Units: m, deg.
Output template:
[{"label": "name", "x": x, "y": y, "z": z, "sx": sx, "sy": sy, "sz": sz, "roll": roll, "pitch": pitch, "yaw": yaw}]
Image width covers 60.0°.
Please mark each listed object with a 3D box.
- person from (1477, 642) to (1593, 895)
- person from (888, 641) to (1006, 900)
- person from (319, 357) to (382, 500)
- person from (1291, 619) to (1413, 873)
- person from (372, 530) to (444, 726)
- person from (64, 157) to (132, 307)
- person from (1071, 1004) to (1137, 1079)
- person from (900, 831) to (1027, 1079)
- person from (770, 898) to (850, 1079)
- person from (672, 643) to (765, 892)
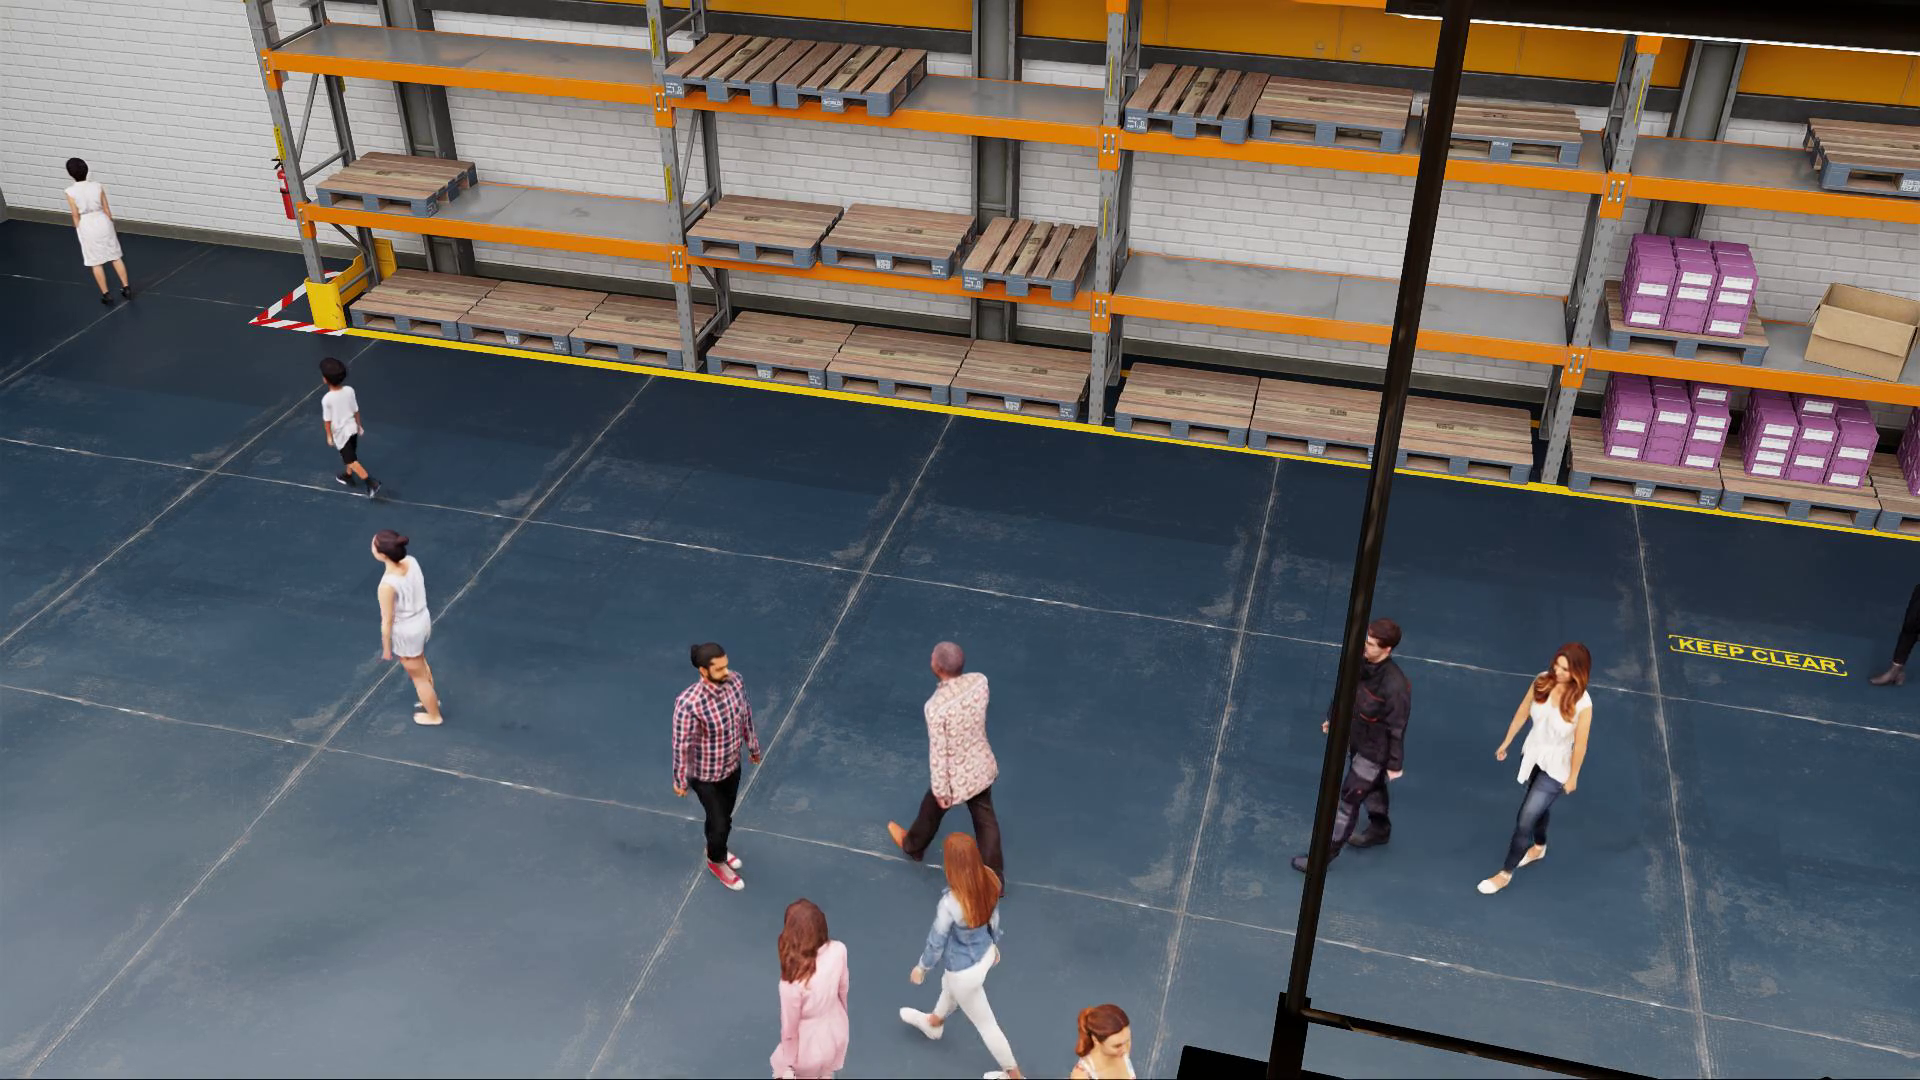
[{"label": "person", "x": 3.614, "y": 1.327, "z": 10.082, "sx": 0.987, "sy": 1.765, "sz": 0.897, "roll": -14, "pitch": 36, "yaw": -20}, {"label": "person", "x": 0.076, "y": 1.432, "z": 9.927, "sx": 1.045, "sy": 1.762, "sz": 1.216, "roll": -27, "pitch": 42, "yaw": -35}, {"label": "person", "x": -5.132, "y": -0.921, "z": 13.934, "sx": 0.877, "sy": 1.244, "sz": 0.628, "roll": 19, "pitch": 38, "yaw": 26}, {"label": "person", "x": 2.593, "y": 1.233, "z": 10.181, "sx": 1.128, "sy": 1.811, "sz": 1.000, "roll": -7, "pitch": 34, "yaw": -10}, {"label": "person", "x": -3.668, "y": 0.619, "z": 11.298, "sx": 0.566, "sy": 1.598, "sz": 0.576, "roll": 8, "pitch": 34, "yaw": 11}, {"label": "person", "x": -8.845, "y": -3.160, "z": 17.025, "sx": 0.643, "sy": 1.552, "sz": 0.635, "roll": 24, "pitch": 41, "yaw": 32}, {"label": "person", "x": 0.574, "y": 2.803, "z": 7.861, "sx": 0.988, "sy": 1.765, "sz": 1.157, "roll": -26, "pitch": 41, "yaw": -33}, {"label": "person", "x": 0.122, "y": 2.276, "z": 8.751, "sx": 1.165, "sy": 1.658, "sz": 0.802, "roll": 17, "pitch": 37, "yaw": 24}, {"label": "person", "x": -0.666, "y": 2.533, "z": 8.247, "sx": 0.787, "sy": 1.787, "sz": 0.756, "roll": 27, "pitch": 42, "yaw": 34}, {"label": "person", "x": -1.550, "y": 1.321, "z": 10.103, "sx": 0.824, "sy": 1.752, "sz": 0.843, "roll": 21, "pitch": 39, "yaw": 28}]
